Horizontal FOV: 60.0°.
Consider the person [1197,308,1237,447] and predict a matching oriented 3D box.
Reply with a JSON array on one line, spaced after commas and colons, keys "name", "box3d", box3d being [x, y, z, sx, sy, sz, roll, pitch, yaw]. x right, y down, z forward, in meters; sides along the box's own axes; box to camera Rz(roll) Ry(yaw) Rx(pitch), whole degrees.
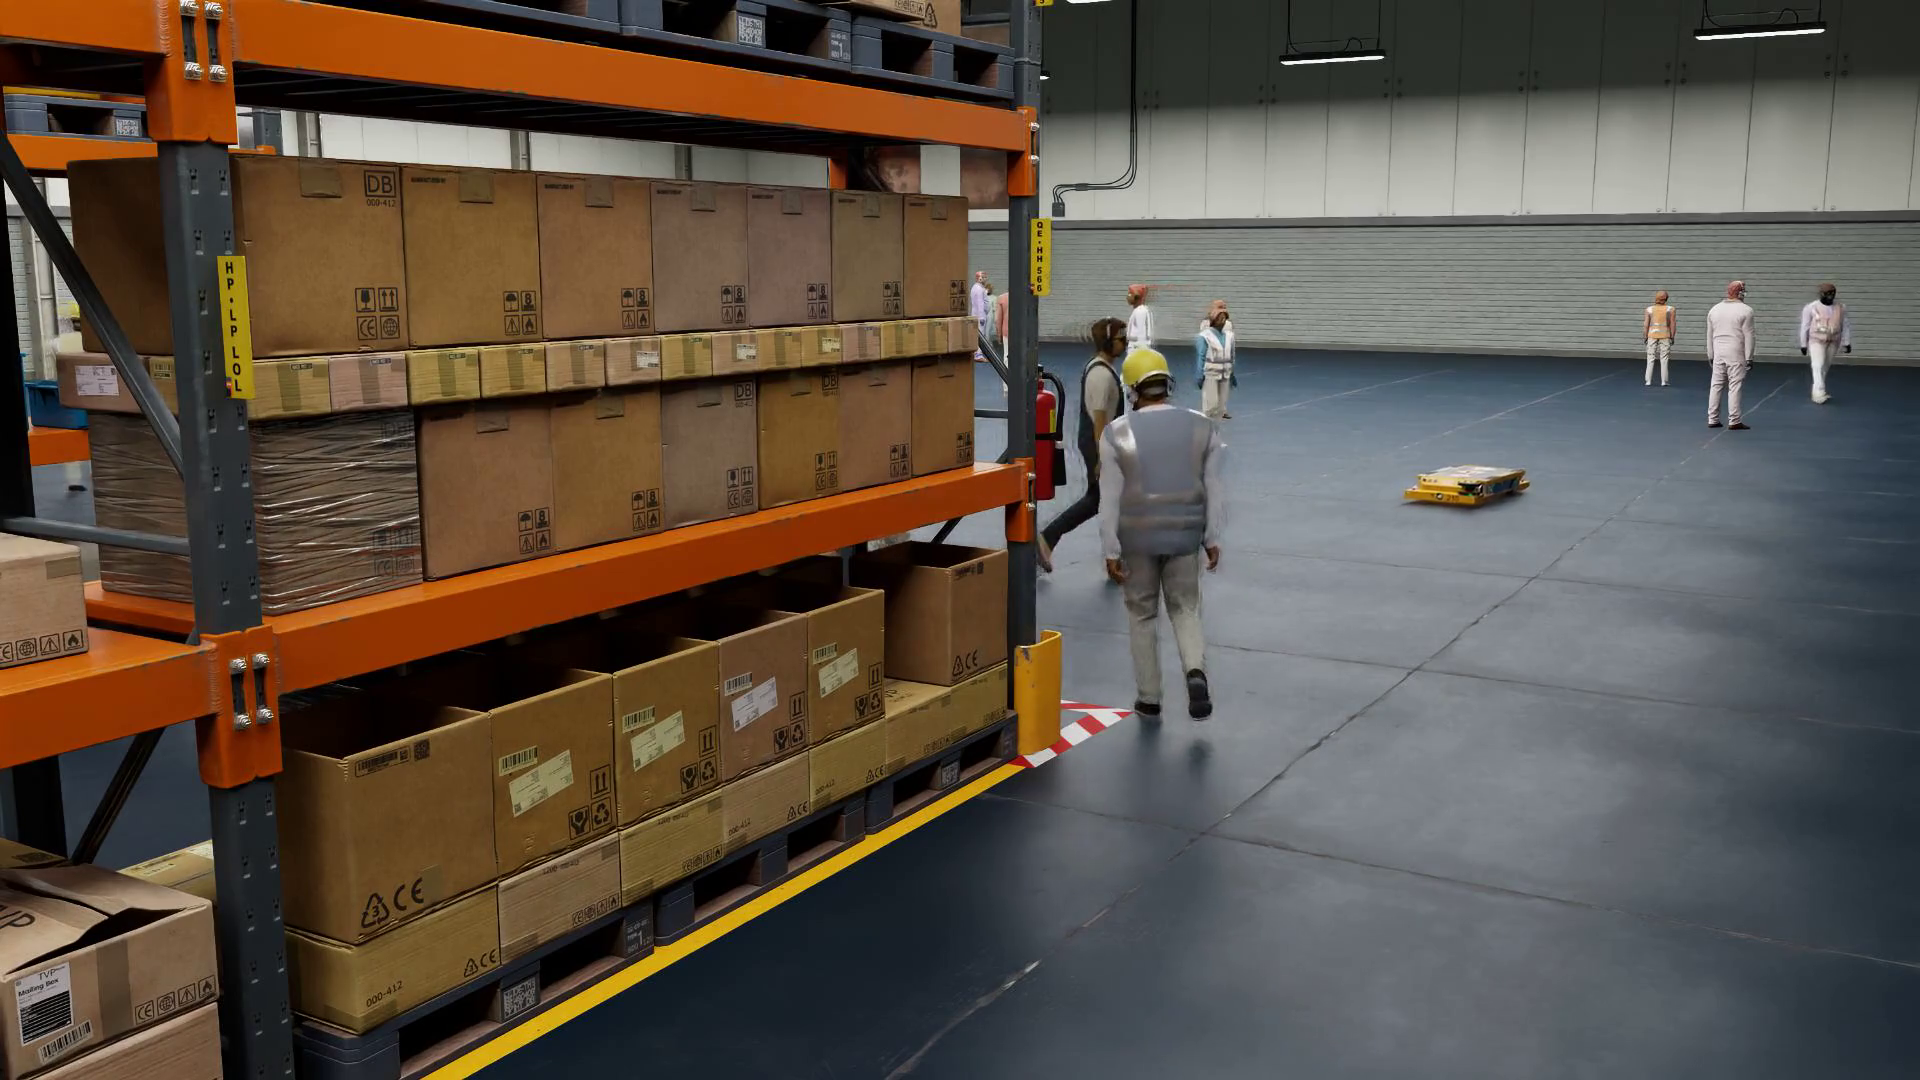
[{"name": "person", "box3d": [3.000, -1.880, 19.373, 0.516, 1.626, 0.362, -6, 11, -31]}]

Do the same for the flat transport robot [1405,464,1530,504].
[{"name": "flat transport robot", "box3d": [4.719, -0.528, 15.407, 0.652, 0.197, 1.431, 7, 12, 37]}]

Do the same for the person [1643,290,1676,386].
[{"name": "person", "box3d": [11.981, -3.449, 28.502, 0.514, 1.642, 0.310, 6, 11, 30]}]

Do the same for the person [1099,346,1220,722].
[{"name": "person", "box3d": [0.941, -0.001, 7.830, 0.608, 1.807, 0.545, -1, 10, -8]}]

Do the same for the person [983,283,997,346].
[{"name": "person", "box3d": [0.643, -5.194, 38.844, 0.502, 1.608, 0.804, 4, 11, 23]}]

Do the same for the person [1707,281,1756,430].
[{"name": "person", "box3d": [9.958, -2.377, 21.448, 0.409, 1.907, 0.650, -6, 11, -31]}]

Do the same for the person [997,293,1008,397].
[{"name": "person", "box3d": [0.892, -3.257, 26.338, 0.619, 1.992, 0.396, 4, 10, 21]}]

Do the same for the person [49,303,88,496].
[{"name": "person", "box3d": [-8.236, -1.343, 15.732, 0.610, 1.787, 0.919, -1, 10, -5]}]

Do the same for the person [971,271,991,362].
[{"name": "person", "box3d": [0.438, -4.689, 34.982, 0.407, 1.910, 0.638, -2, 10, -9]}]

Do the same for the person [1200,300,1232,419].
[{"name": "person", "box3d": [3.510, -2.471, 22.799, 0.499, 1.632, 0.285, 8, 13, 41]}]

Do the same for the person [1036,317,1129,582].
[{"name": "person", "box3d": [0.888, -0.608, 11.331, 0.757, 1.827, 0.509, -1, 10, -5]}]

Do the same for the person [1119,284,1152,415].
[{"name": "person", "box3d": [2.200, -2.404, 21.738, 0.820, 1.854, 0.602, 2, 10, 13]}]

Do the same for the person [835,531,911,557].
[{"name": "person", "box3d": [-0.498, -0.287, 9.316, 0.551, 1.874, 1.001, 6, 11, 29]}]

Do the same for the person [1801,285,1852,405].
[{"name": "person", "box3d": [13.080, -2.945, 25.104, 0.632, 1.791, 0.947, 0, 10, 2]}]
